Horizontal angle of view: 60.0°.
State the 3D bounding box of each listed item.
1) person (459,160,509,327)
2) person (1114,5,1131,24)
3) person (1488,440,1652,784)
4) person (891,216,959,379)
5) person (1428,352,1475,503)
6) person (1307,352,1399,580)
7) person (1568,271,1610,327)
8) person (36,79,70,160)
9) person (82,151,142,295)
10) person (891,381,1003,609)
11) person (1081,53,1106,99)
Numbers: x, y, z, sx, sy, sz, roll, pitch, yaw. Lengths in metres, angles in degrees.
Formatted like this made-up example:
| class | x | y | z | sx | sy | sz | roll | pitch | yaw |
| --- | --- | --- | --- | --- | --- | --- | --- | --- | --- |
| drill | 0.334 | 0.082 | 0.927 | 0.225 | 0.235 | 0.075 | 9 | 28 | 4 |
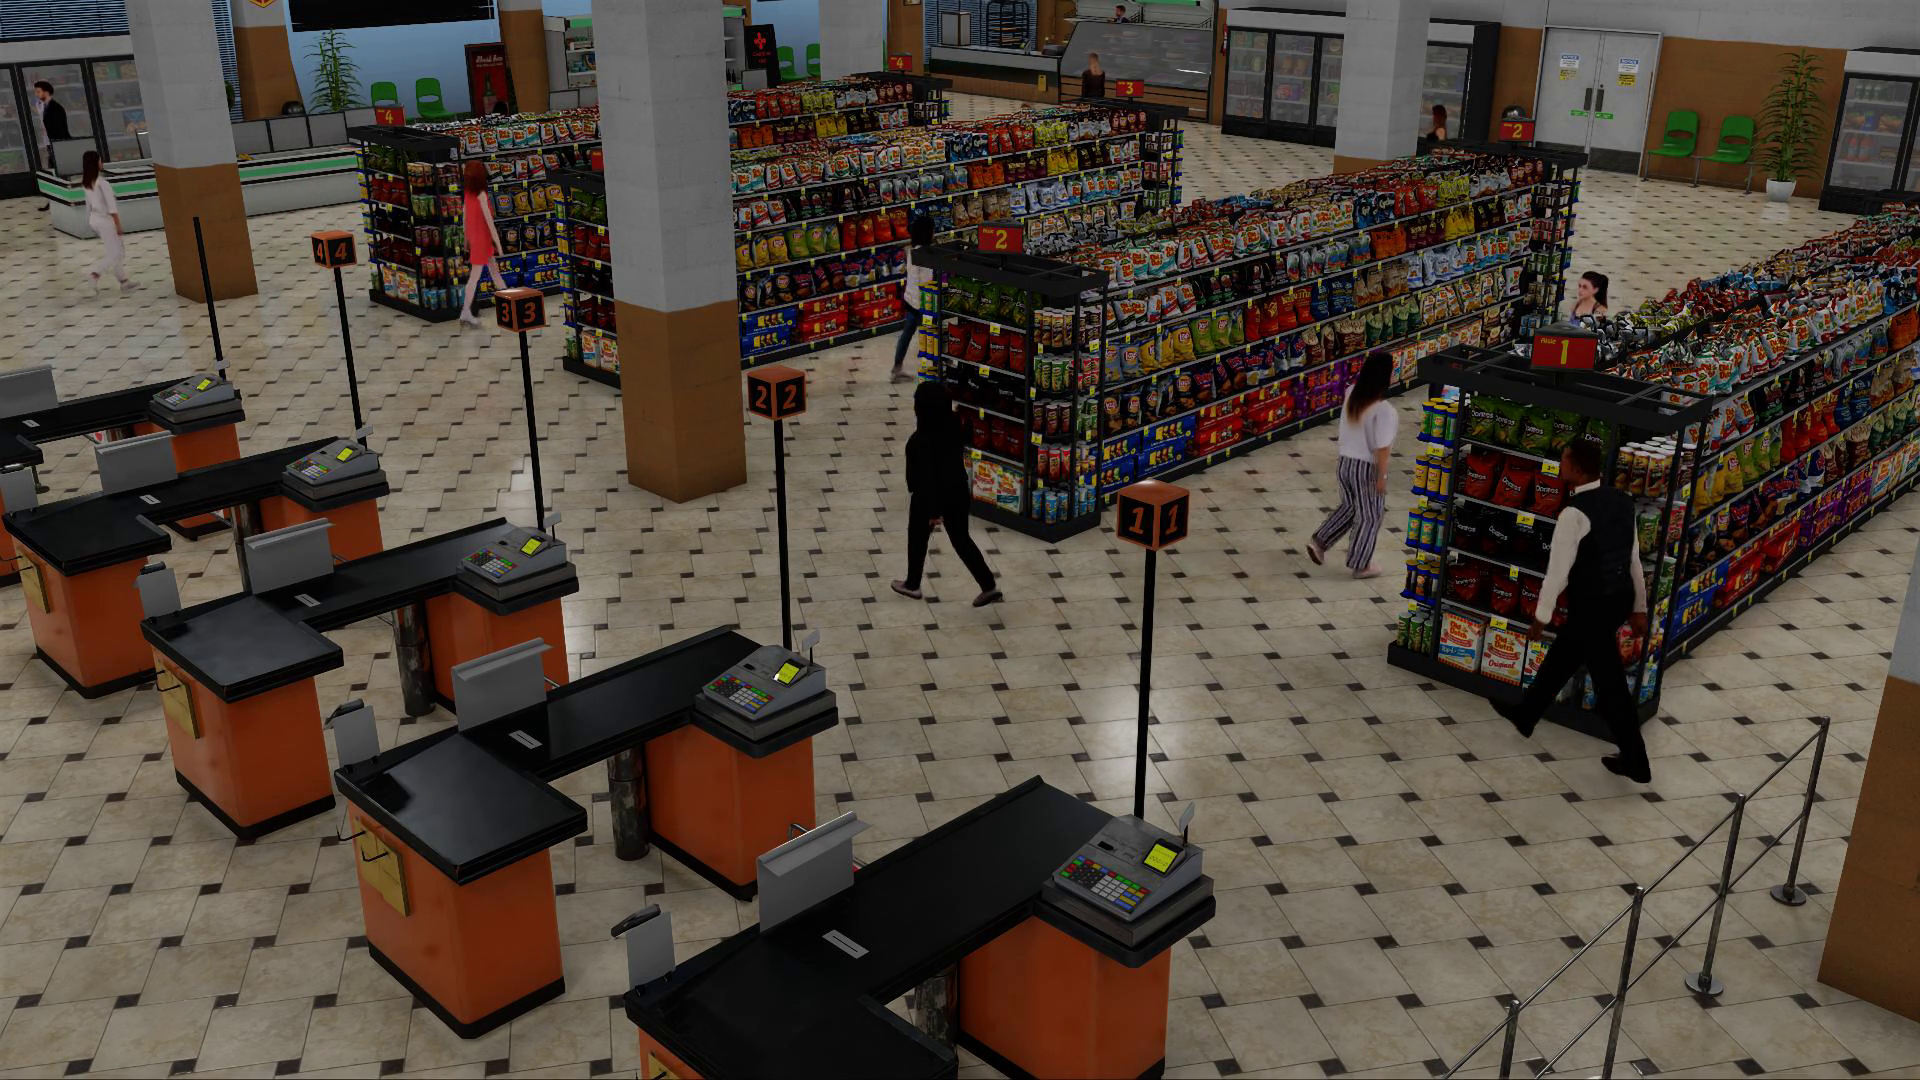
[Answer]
| class | x | y | z | sx | sy | sz | roll | pitch | yaw |
| --- | --- | --- | --- | --- | --- | --- | --- | --- | --- |
| person | -5.319 | -3.195 | 18.143 | 1.129 | 1.785 | 0.703 | -17 | 28 | -36 |
| person | 3.724 | -11.417 | 38.502 | 0.575 | 1.863 | 0.620 | -20 | 29 | -40 |
| person | 3.539 | 0.441 | 9.020 | 1.245 | 1.841 | 0.876 | -13 | 25 | -30 |
| person | -0.452 | -2.328 | 16.242 | 1.116 | 1.595 | 0.820 | -11 | 25 | -26 |
| person | 3.862 | -0.908 | 13.144 | 0.598 | 1.269 | 0.640 | 6 | 23 | 15 |
| person | 2.747 | -0.503 | 11.600 | 0.963 | 1.669 | 0.863 | -8 | 23 | -20 |
| person | 5.360 | -1.496 | 14.178 | 0.854 | 1.591 | 0.703 | -11 | 24 | -25 |
| person | -13.623 | -6.007 | 25.070 | 0.659 | 1.838 | 0.571 | 19 | 29 | 39 |
| person | -10.100 | -3.708 | 19.570 | 0.748 | 1.674 | 1.004 | 12 | 25 | 27 |
| person | -0.055 | -0.265 | 11.128 | 0.795 | 1.580 | 1.070 | 16 | 27 | 34 |
| person | 2.382 | -7.874 | 29.896 | 0.597 | 1.705 | 0.746 | -7 | 23 | -18 |
